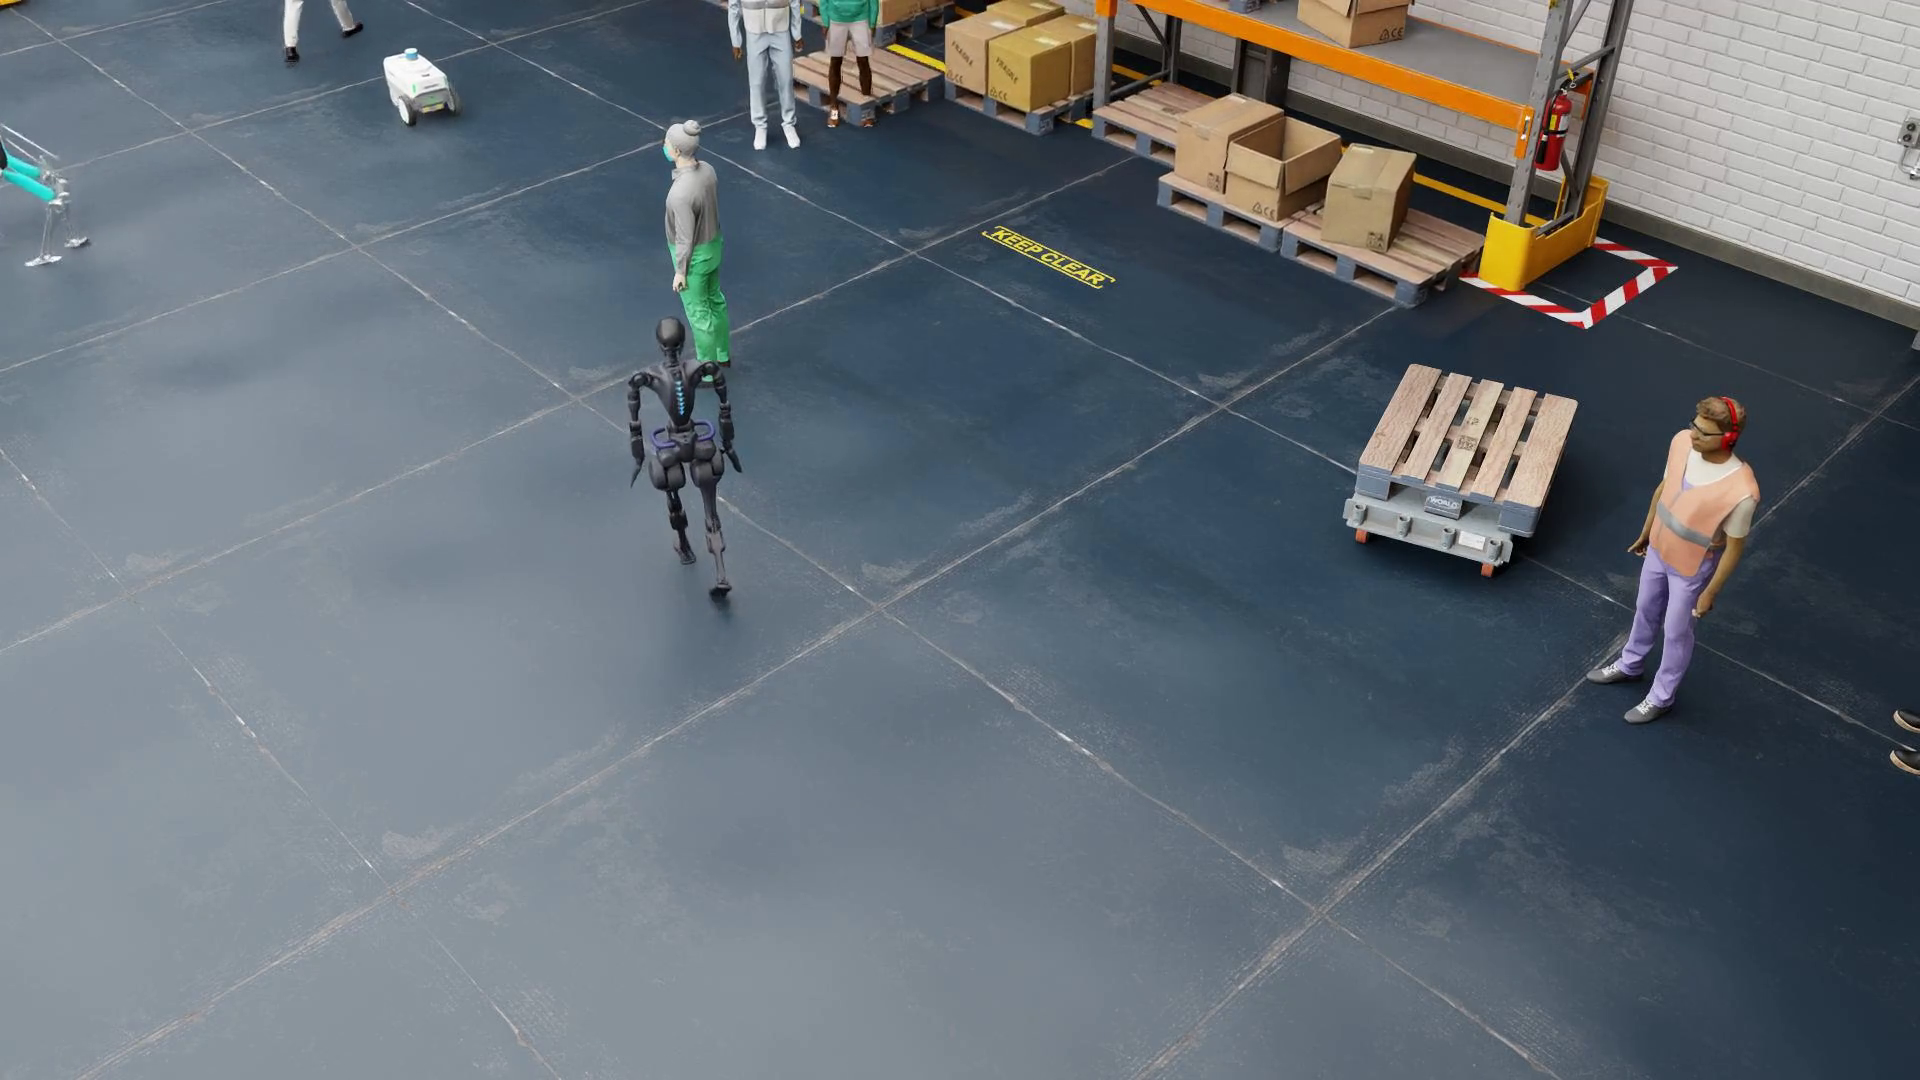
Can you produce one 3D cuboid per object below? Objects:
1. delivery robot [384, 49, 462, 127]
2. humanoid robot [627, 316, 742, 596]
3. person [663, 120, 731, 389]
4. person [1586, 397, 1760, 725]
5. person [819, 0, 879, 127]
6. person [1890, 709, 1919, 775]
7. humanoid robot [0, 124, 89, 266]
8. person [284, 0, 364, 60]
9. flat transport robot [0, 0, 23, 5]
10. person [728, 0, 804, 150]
[{"bbox_3d":[-4.761,-4.012,14.595,0.499,0.580,0.769,-24,43,-28],"label":"delivery robot"},{"bbox_3d":[-1.480,-0.439,8.983,0.615,1.633,0.741,-13,39,-16],"label":"humanoid robot"},{"bbox_3d":[-1.702,-1.833,10.659,0.340,1.838,0.510,8,38,11],"label":"person"},{"bbox_3d":[3.524,0.096,8.098,0.373,1.843,0.569,-10,38,-13],"label":"person"},{"bbox_3d":[-0.934,-4.425,14.090,0.504,1.842,0.392,-1,37,-2],"label":"person"},{"bbox_3d":[4.852,0.289,7.744,0.364,1.966,0.605,18,41,23],"label":"person"},{"bbox_3d":[-6.845,-2.877,12.141,0.822,1.789,0.551,-19,41,-23],"label":"humanoid robot"},{"bbox_3d":[-6.119,-5.407,15.516,0.561,1.699,1.091,7,38,10],"label":"person"},{"bbox_3d":[-10.224,-5.739,17.131,0.659,0.231,1.431,-27,45,-31],"label":"flat transport robot"},{"bbox_3d":[-1.596,-4.171,13.700,0.597,1.907,0.411,-8,38,-10],"label":"person"}]
